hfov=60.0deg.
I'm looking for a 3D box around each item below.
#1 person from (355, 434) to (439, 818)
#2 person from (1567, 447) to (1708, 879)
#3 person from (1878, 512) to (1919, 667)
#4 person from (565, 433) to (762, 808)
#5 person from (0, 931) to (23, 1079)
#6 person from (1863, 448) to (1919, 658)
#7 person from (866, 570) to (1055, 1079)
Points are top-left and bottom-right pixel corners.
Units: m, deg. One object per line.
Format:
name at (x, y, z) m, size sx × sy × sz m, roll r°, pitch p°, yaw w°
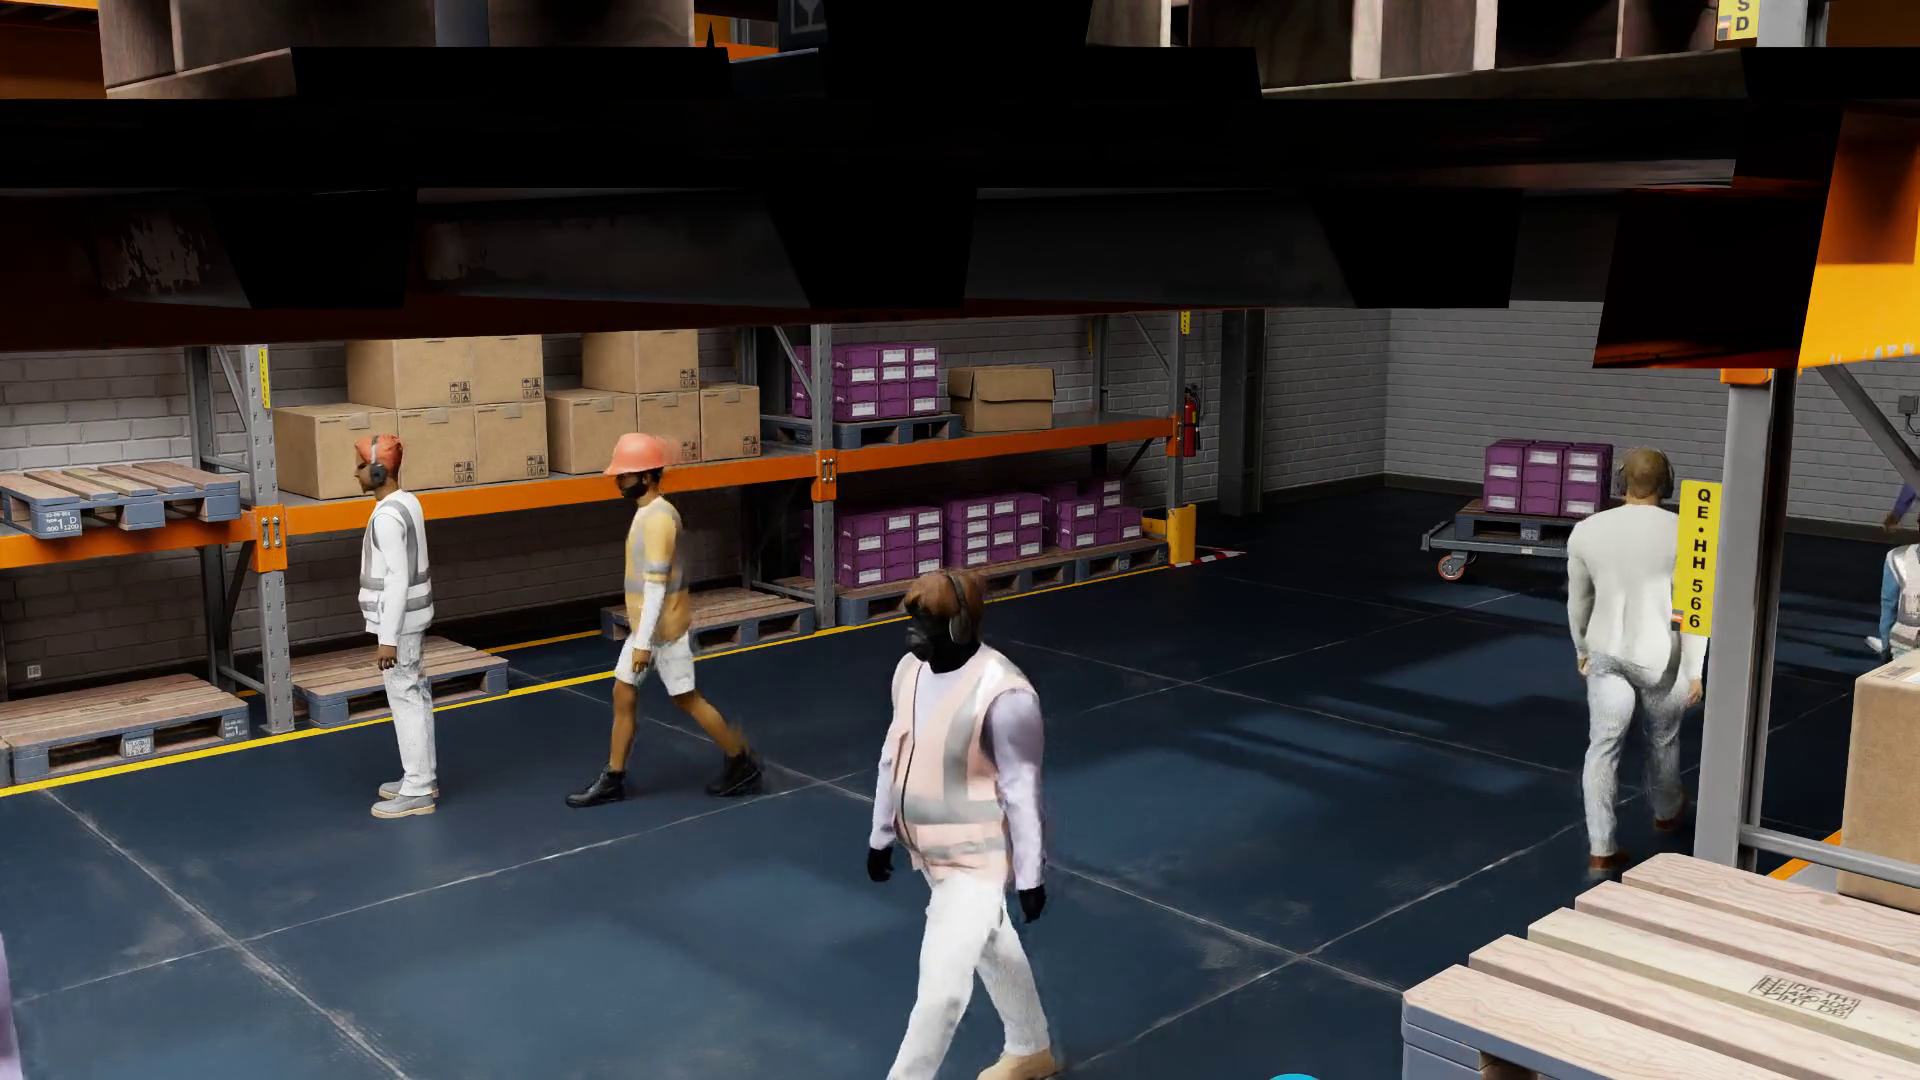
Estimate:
person at (-2.760, 0.416, 8.158) m, size 0.337 × 1.882 × 0.585 m, roll -2°, pitch 10°, yaw -10°
person at (3.075, 0.524, 7.536) m, size 0.638 × 1.877 × 1.041 m, roll 7°, pitch 12°, yaw 36°
person at (4.807, 0.561, 8.170) m, size 0.525 × 1.598 × 0.863 m, roll 9°, pitch 13°, yaw 42°
person at (-1.449, 0.405, 8.244) m, size 0.962 × 1.893 × 0.563 m, roll -3°, pitch 10°, yaw -19°
person at (-1.805, 1.267, 3.048) m, size 0.606 × 1.926 × 0.638 m, roll -6°, pitch 11°, yaw -31°
person at (6.605, -0.164, 11.230) m, size 1.036 × 1.993 × 0.632 m, roll -1°, pitch 10°, yaw -5°
person at (-0.039, 0.971, 5.204) m, size 0.972 × 1.786 × 0.648 m, roll -6°, pitch 11°, yaw -32°
